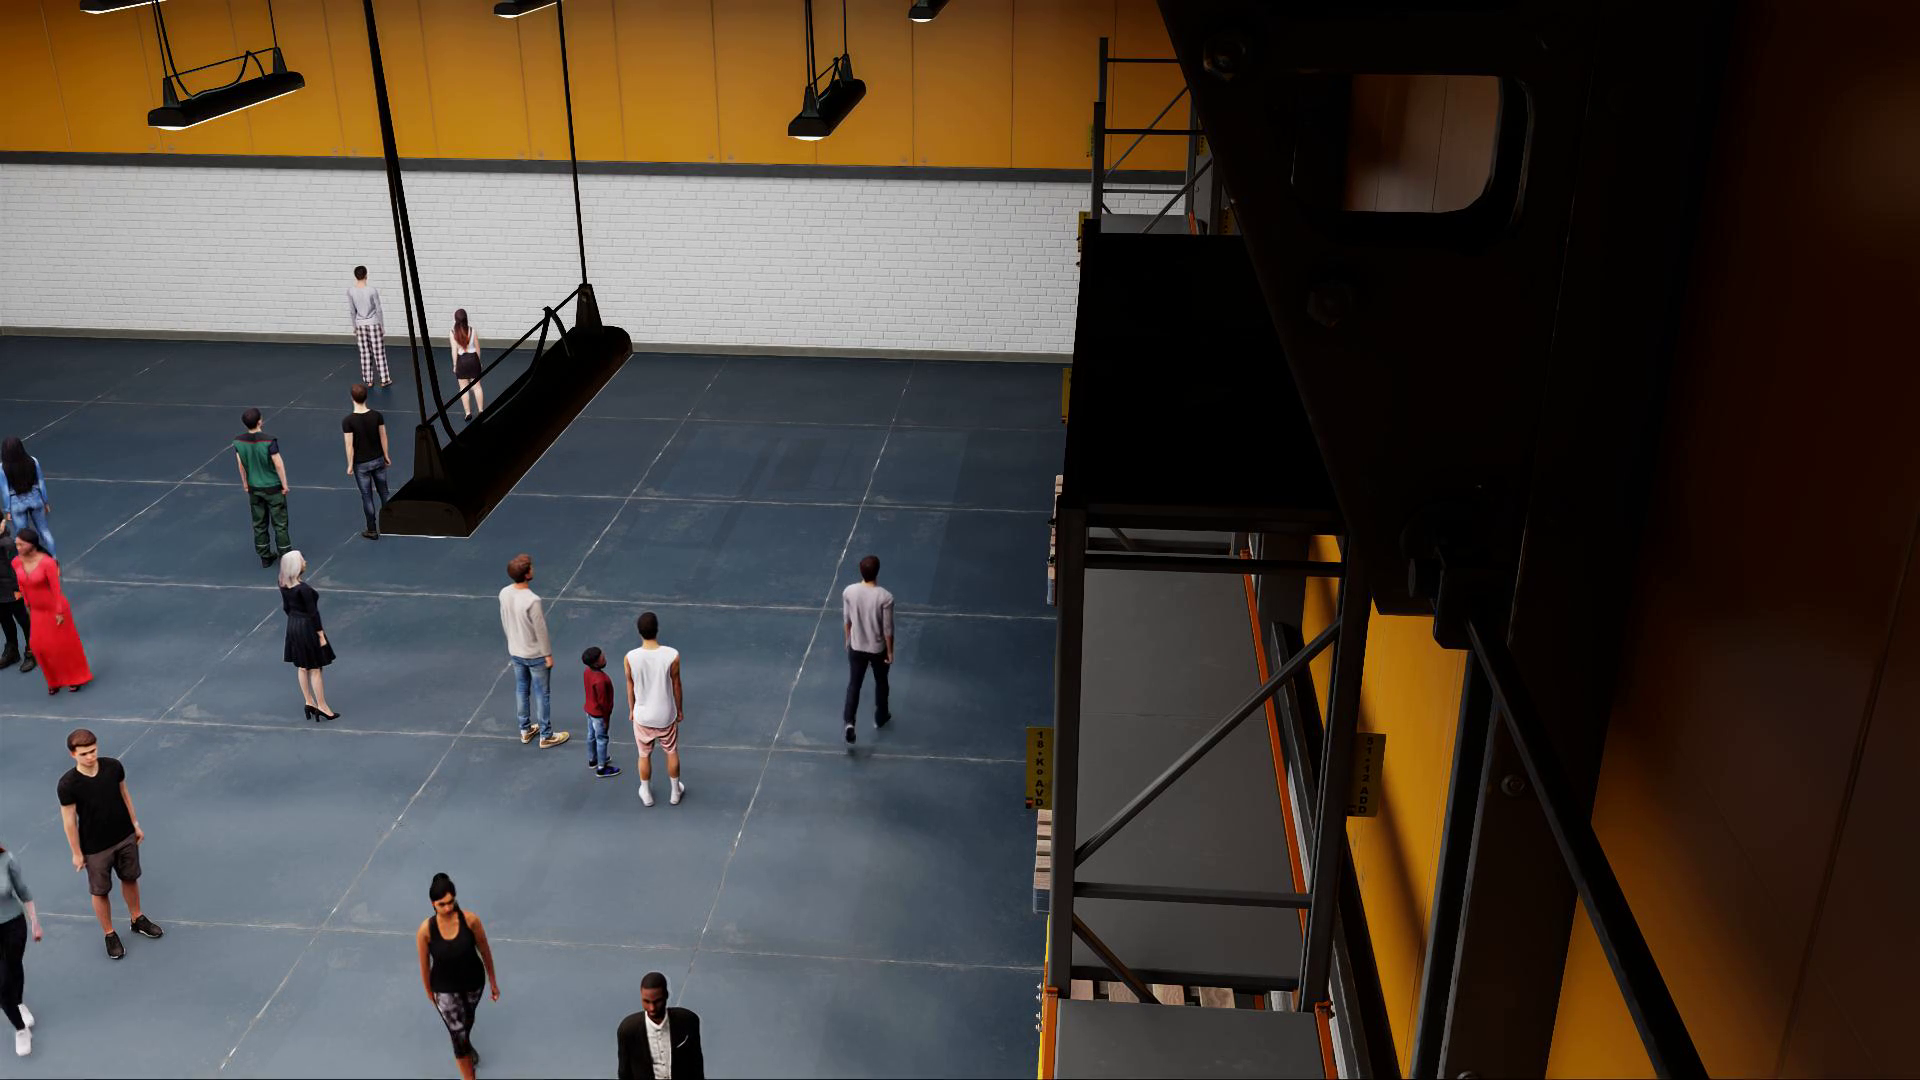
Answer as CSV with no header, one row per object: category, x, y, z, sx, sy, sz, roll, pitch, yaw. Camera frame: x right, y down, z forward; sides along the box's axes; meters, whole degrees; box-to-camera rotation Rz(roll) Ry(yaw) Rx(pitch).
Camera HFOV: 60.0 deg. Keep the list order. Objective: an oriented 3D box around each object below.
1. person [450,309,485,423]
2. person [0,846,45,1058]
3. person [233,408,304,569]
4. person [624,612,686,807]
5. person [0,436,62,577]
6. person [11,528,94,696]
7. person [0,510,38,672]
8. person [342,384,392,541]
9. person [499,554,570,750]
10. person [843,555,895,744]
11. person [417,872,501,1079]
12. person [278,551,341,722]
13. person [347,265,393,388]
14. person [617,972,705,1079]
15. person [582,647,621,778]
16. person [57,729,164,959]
person,-6.999,-2.484,23.630,0.639,1.649,0.667,-13,27,-26
person,-6.748,2.706,11.666,0.894,1.721,0.958,-19,30,-36
person,-7.944,-0.604,19.014,0.670,1.901,0.551,2,24,6
person,-2.643,1.479,14.396,0.672,1.782,0.633,-3,24,-7
person,-10.481,-0.361,18.692,0.743,1.713,0.658,21,31,39
person,-8.858,0.663,16.282,0.645,1.768,0.708,-1,24,-1
person,-9.620,0.456,16.743,0.661,1.778,0.625,6,24,13
person,-7.022,-0.935,19.775,0.750,1.897,0.806,-18,29,-35
person,-3.963,1.020,15.295,0.753,1.904,0.731,13,27,28
person,-0.881,1.024,15.388,0.764,1.821,1.062,6,24,14
person,-3.403,2.947,11.240,0.988,1.621,1.117,-14,27,-30
person,-6.190,0.900,15.766,0.697,1.746,0.711,14,27,29
person,-8.921,-3.221,25.068,0.640,1.847,0.558,0,24,0
person,-1.788,3.373,10.042,0.728,1.800,0.672,-6,24,-13
person,-3.262,1.528,14.945,0.639,1.253,0.571,-16,28,-31
person,-6.447,2.239,12.560,0.835,1.861,0.711,16,29,33
